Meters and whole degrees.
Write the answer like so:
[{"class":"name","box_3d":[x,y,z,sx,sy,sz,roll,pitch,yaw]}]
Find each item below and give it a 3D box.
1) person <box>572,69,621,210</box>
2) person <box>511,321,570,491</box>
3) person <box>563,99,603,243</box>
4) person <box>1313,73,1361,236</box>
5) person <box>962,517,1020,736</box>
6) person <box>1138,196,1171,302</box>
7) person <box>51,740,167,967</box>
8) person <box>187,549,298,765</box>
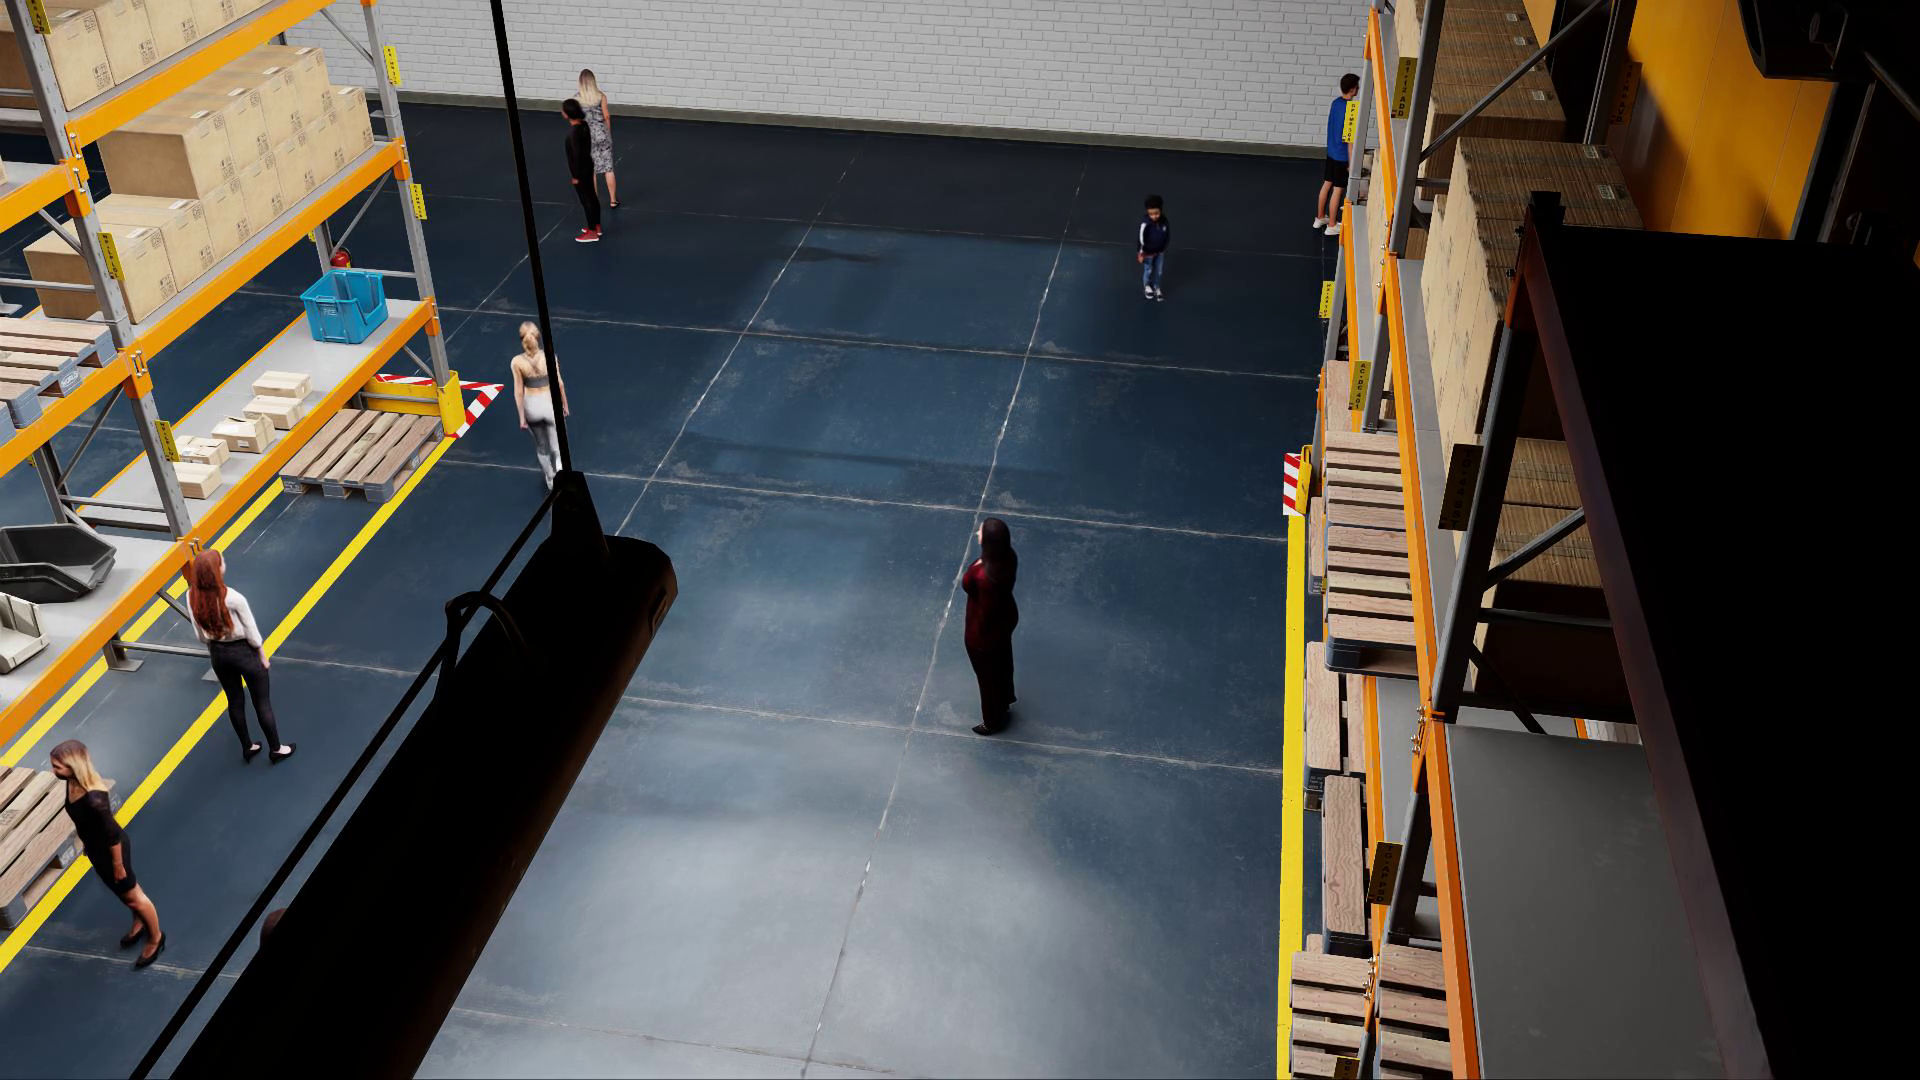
[{"class":"person","box_3d":[-4.347,-4.757,19.795,0.633,1.705,0.624,-8,34,-12]},{"class":"person","box_3d":[-3.558,-1.046,14.232,0.882,1.683,1.125,-9,35,-14]},{"class":"person","box_3d":[-4.315,-4.249,19.059,0.649,1.674,0.453,5,34,8]},{"class":"person","box_3d":[4.389,-4.480,19.233,0.804,1.865,0.695,-12,35,-17]},{"class":"person","box_3d":[0.235,0.590,11.703,0.739,1.758,0.561,9,35,14]},{"class":"person","box_3d":[2.082,-3.151,17.840,0.613,1.195,0.656,-11,35,-16]},{"class":"person","box_3d":[-5.058,1.840,9.897,0.641,1.675,0.618,-28,43,-36]},{"class":"person","box_3d":[-4.941,0.812,11.368,0.595,1.760,0.494,5,34,7]}]
